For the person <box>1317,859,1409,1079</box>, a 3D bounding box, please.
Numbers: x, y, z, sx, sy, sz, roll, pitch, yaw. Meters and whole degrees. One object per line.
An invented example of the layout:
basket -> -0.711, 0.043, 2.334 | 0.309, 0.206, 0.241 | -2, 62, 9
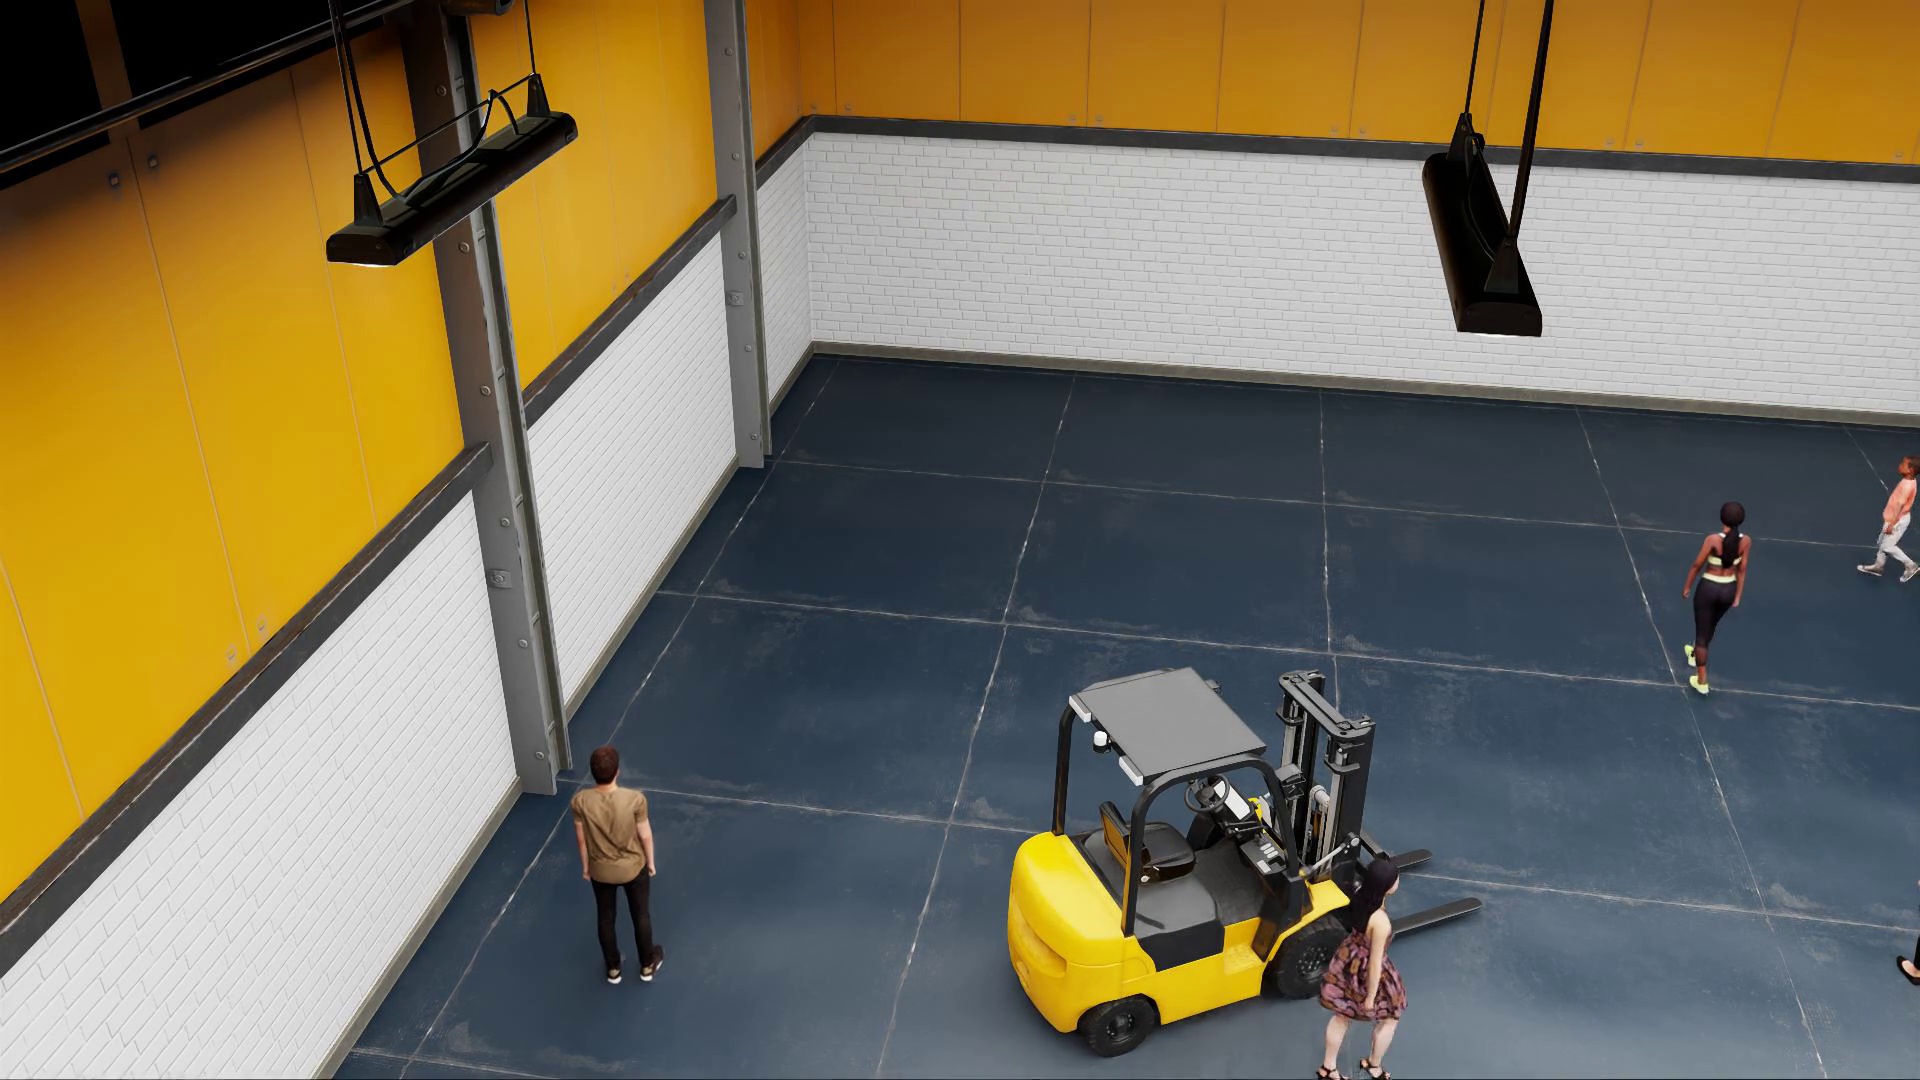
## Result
person -> 2.377, 2.689, 10.193 | 0.845, 1.756, 0.802 | -8, 30, -14

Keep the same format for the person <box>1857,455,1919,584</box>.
person -> 9.048, -0.186, 15.941 | 0.704, 1.299, 0.748 | 17, 33, 28

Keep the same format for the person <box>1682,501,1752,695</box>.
person -> 6.461, 0.517, 14.208 | 0.650, 1.725, 0.992 | 2, 29, 4

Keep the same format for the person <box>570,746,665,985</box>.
person -> -2.281, 2.164, 11.054 | 0.706, 1.852, 0.639 | -2, 29, -4
